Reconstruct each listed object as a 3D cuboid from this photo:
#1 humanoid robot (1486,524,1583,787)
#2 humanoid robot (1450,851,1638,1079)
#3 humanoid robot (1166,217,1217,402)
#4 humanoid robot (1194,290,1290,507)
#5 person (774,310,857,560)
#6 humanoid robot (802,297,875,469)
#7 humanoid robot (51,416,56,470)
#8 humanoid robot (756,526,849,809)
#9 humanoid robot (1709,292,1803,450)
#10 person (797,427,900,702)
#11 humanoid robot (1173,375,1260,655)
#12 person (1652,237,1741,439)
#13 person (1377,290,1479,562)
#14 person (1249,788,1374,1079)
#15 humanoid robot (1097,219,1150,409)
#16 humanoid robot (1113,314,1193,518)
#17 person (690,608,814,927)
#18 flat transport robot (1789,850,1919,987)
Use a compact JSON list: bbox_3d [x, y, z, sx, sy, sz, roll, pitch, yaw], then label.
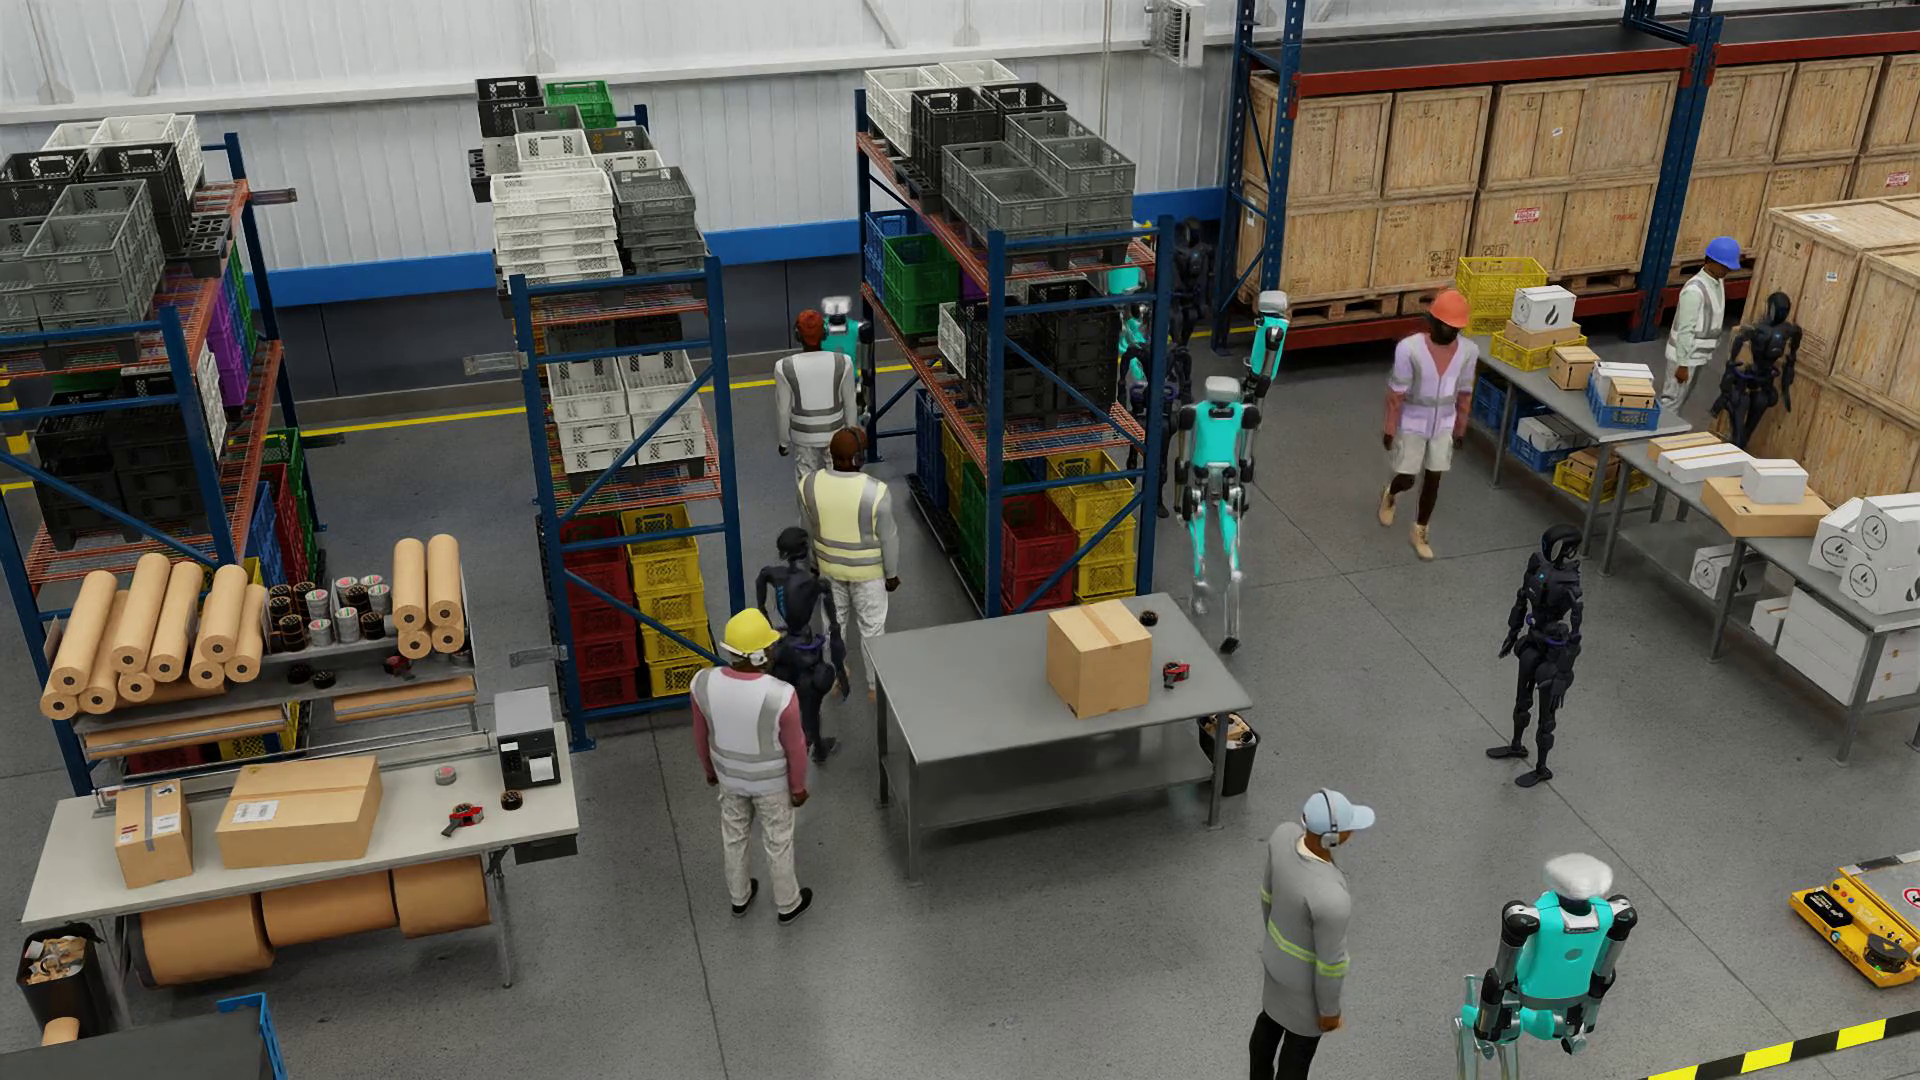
[{"bbox_3d":[3.331,0.649,9.503,0.315,1.657,0.599,-7,30,-13],"label":"humanoid robot"},{"bbox_3d":[2.379,1.885,7.063,0.533,1.681,0.735,-3,29,-5],"label":"humanoid robot"},{"bbox_3d":[1.963,-2.049,14.482,0.612,1.624,0.757,-12,31,-20],"label":"humanoid robot"},{"bbox_3d":[2.035,-1.053,12.461,0.739,1.699,0.530,3,29,6],"label":"humanoid robot"},{"bbox_3d":[-1.013,-0.741,11.830,0.572,1.886,0.356,-5,29,-10],"label":"person"},{"bbox_3d":[-0.923,-1.082,12.579,0.534,1.750,0.760,-4,29,-7],"label":"humanoid robot"},{"bbox_3d":[-6.588,-0.958,12.311,0.690,1.737,0.541,-24,37,-36],"label":"humanoid robot"},{"bbox_3d":[-0.948,0.702,9.489,0.601,1.633,0.785,15,32,25],"label":"humanoid robot"},{"bbox_3d":[6.125,-1.138,12.784,0.614,1.637,0.557,-3,29,-6],"label":"humanoid robot"},{"bbox_3d":[-0.659,0.158,10.248,0.621,1.837,0.430,9,30,16],"label":"person"},{"bbox_3d":[1.710,-0.099,10.837,0.543,1.766,0.965,-2,29,-4],"label":"humanoid robot"},{"bbox_3d":[5.764,-1.459,13.085,0.407,1.936,0.603,22,36,34],"label":"person"},{"bbox_3d":[3.327,-0.848,11.883,0.624,2.022,0.569,-2,29,-4],"label":"person"},{"bbox_3d":[1.498,1.835,7.181,0.395,1.850,0.589,-7,30,-13],"label":"person"},{"bbox_3d":[1.498,-1.675,13.771,0.538,1.872,0.816,-20,35,-32],"label":"humanoid robot"},{"bbox_3d":[1.443,-0.935,12.384,0.599,1.657,0.315,0,29,0],"label":"humanoid robot"},{"bbox_3d":[-1.037,1.162,8.425,0.589,1.829,0.404,9,30,16],"label":"person"},{"bbox_3d":[5.163,1.916,8.676,1.431,0.231,0.659,-8,30,-14],"label":"flat transport robot"}]
